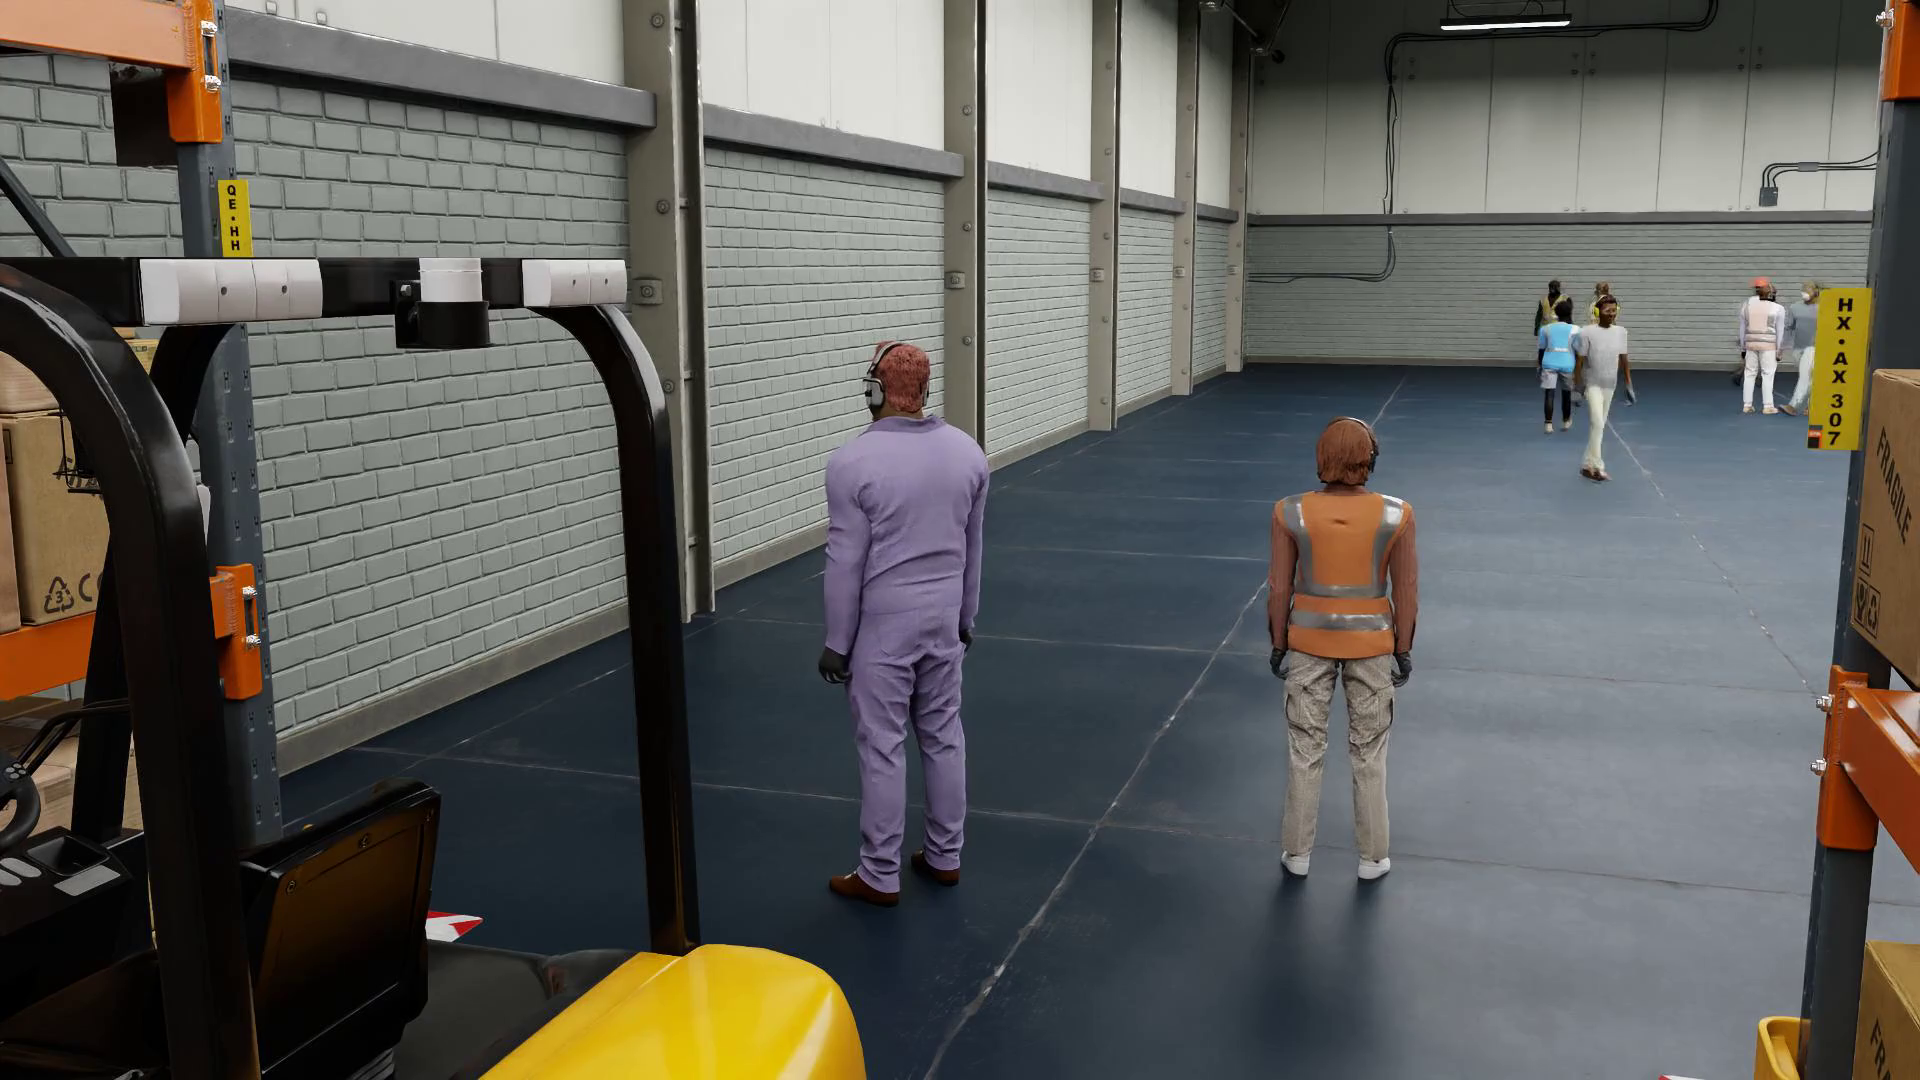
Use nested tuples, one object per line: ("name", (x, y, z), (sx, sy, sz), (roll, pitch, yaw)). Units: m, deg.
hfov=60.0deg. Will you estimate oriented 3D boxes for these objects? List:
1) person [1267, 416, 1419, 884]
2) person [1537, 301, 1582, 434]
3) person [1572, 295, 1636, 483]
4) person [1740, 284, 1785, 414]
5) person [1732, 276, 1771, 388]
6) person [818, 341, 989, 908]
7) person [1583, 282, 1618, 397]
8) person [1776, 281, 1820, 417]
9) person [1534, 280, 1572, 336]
("person", (1.326, 0.391, 5.803), (0.514, 1.641, 0.308), (2, 10, 13))
("person", (7.609, -2.189, 21.107), (0.553, 1.652, 0.867), (4, 10, 24))
("person", (6.375, -1.473, 16.333), (0.515, 1.841, 0.829), (-2, 10, -12))
("person", (11.470, -2.726, 23.777), (0.430, 1.841, 0.624), (-8, 12, -38))
("person", (13.559, -3.533, 28.357), (0.804, 1.918, 0.553), (-3, 10, -15))
("person", (-0.212, 0.283, 5.654), (0.641, 1.908, 0.407), (-8, 12, -40))
("person", (10.233, -3.194, 26.562), (0.505, 1.840, 0.346), (-3, 10, -18))
("person", (11.812, -2.670, 23.298), (1.029, 1.881, 0.637), (-4, 11, -25))
("person", (11.432, -4.089, 32.021), (0.640, 1.805, 0.932), (9, 13, 43))
